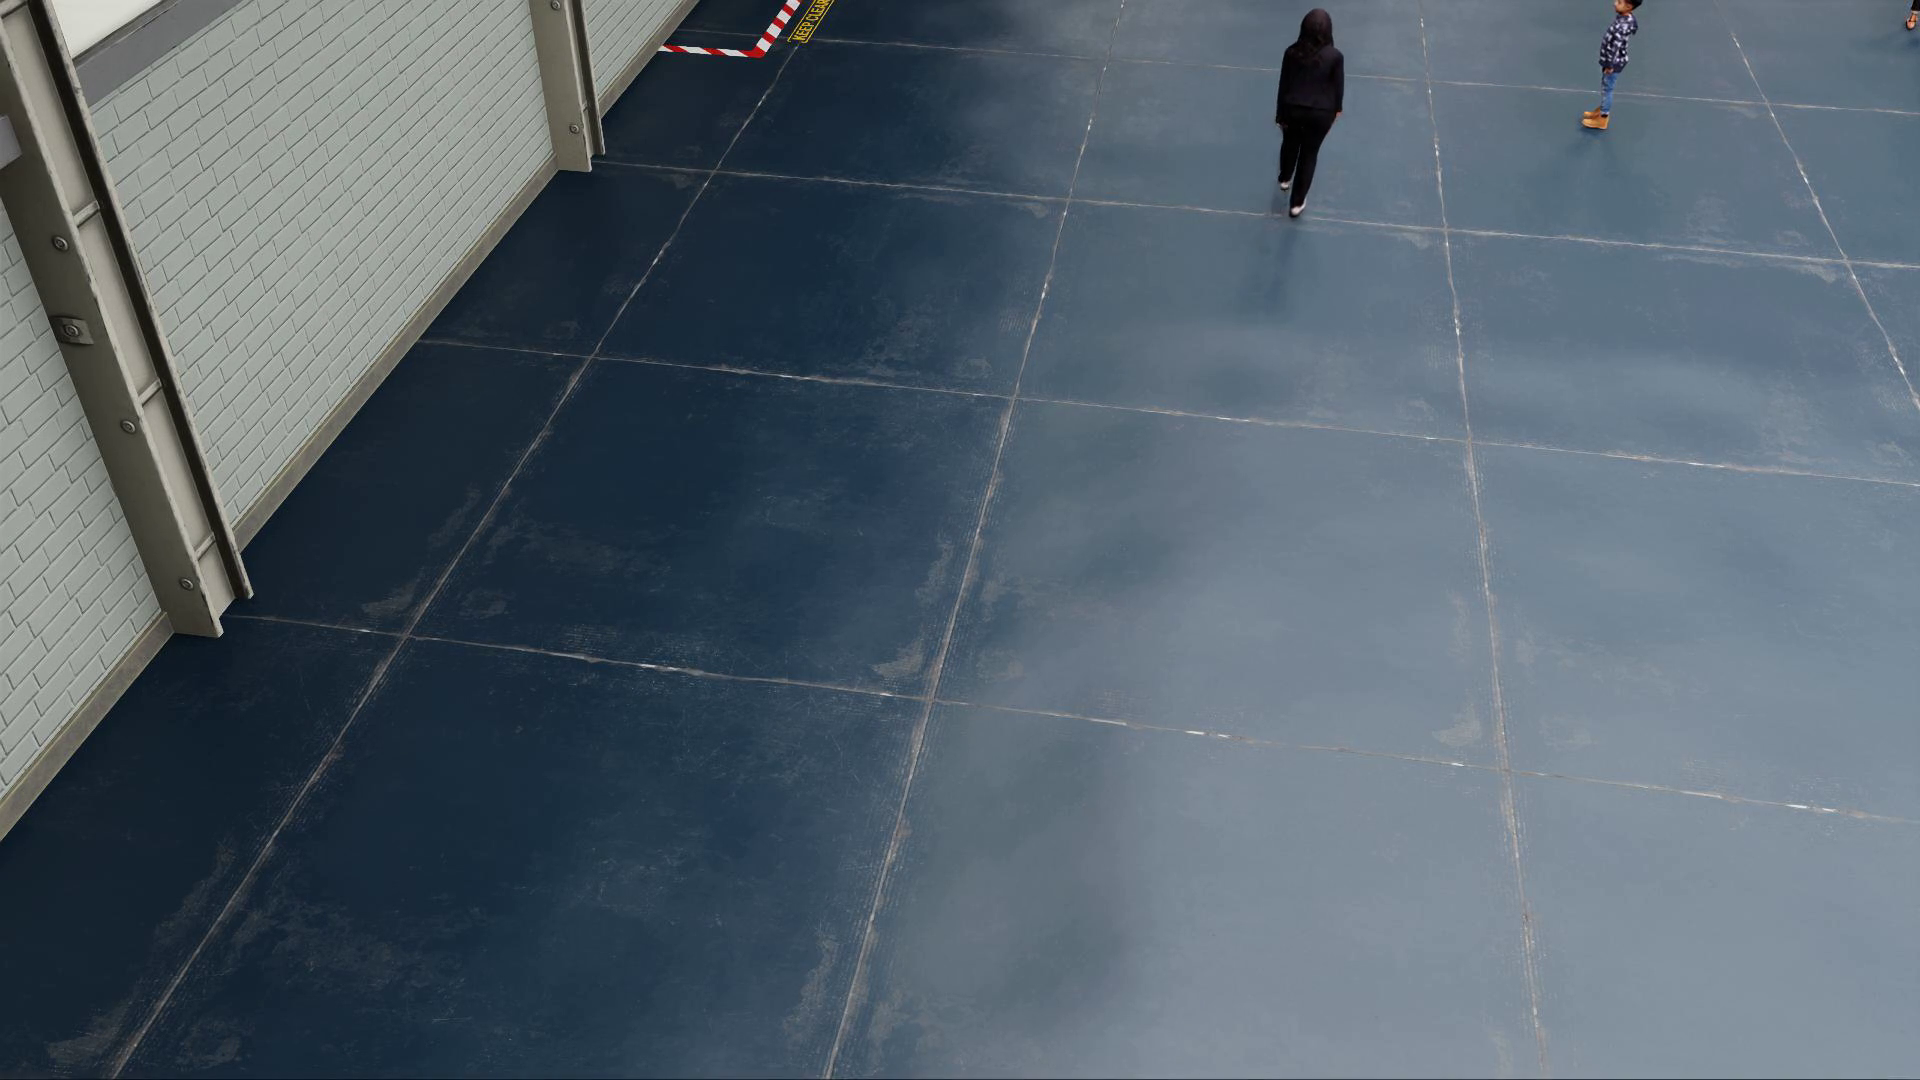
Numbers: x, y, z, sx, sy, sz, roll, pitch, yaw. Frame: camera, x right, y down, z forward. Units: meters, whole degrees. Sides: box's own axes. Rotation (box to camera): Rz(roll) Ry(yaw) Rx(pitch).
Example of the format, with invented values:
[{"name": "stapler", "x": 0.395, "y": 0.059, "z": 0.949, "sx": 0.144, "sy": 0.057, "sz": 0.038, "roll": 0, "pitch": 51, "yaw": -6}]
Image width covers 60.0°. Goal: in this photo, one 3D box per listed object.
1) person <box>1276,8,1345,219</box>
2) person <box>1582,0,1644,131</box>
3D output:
[{"name": "person", "x": 2.690, "y": -3.277, "z": 12.905, "sx": 0.730, "sy": 1.594, "sz": 0.939, "roll": 12, "pitch": 39, "yaw": 14}, {"name": "person", "x": 5.645, "y": -4.172, "z": 14.330, "sx": 0.580, "sy": 1.249, "sz": 0.460, "roll": 12, "pitch": 40, "yaw": 15}]
